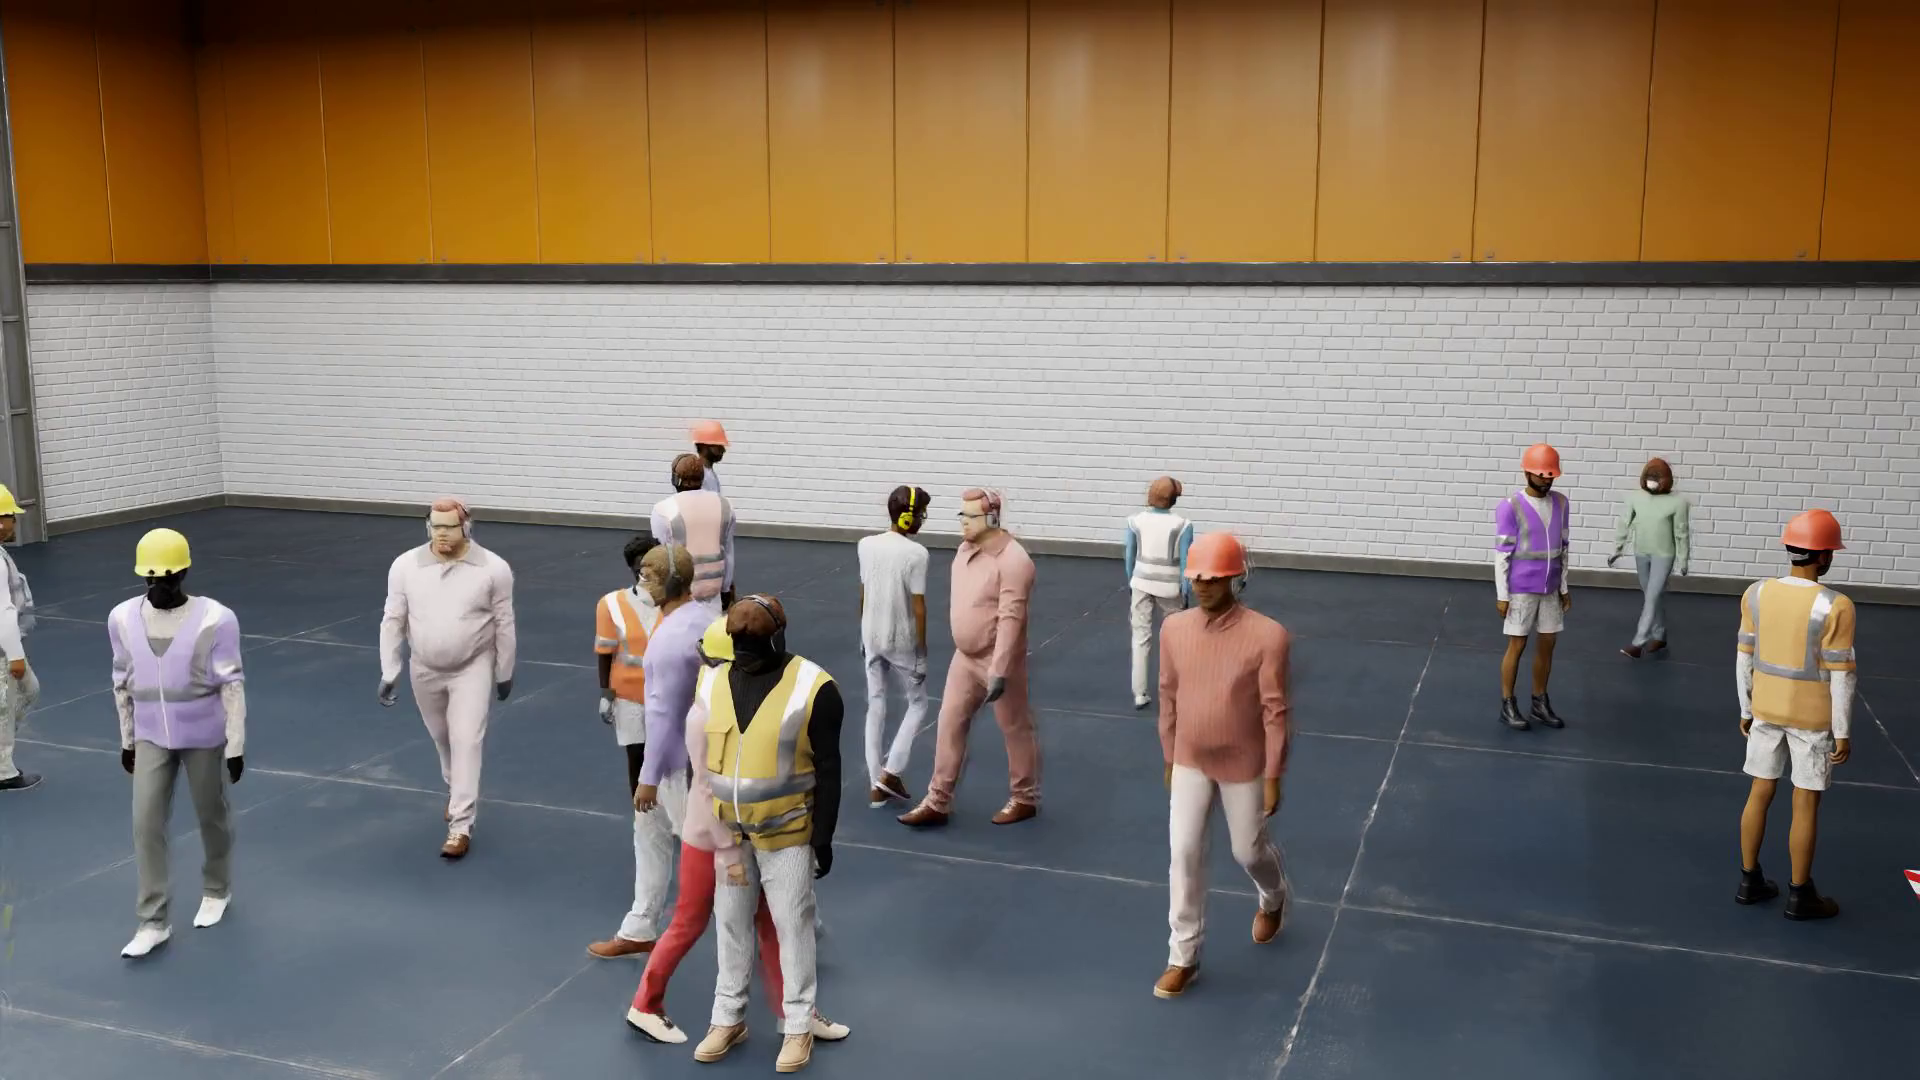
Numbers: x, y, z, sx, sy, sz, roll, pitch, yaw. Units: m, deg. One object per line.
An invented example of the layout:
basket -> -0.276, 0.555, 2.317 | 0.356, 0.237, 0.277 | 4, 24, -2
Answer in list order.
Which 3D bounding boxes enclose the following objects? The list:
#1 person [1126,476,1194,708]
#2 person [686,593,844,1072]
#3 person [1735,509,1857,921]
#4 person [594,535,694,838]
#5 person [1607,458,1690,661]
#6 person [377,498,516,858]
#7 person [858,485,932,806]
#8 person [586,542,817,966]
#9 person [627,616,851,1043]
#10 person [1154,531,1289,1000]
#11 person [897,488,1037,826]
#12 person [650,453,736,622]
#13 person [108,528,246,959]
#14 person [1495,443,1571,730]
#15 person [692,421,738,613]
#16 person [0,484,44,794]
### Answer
person -> 1.427, 0.346, 11.754 | 0.536, 1.596, 0.818 | 5, 10, 27
person -> -0.762, 1.106, 6.344 | 0.621, 1.838, 0.429 | 3, 10, 17
person -> 3.942, 0.814, 7.835 | 0.356, 1.936, 0.551 | -6, 11, -32
person -> -1.630, 0.802, 8.684 | 0.544, 1.681, 0.366 | -2, 9, -13
person -> 5.390, 0.152, 13.031 | 0.867, 1.584, 0.510 | -7, 11, -36
person -> -2.724, 0.690, 8.896 | 0.659, 1.857, 1.013 | 0, 9, -2
person -> -0.384, 0.599, 9.453 | 0.554, 1.846, 0.413 | 5, 10, 27
person -> -1.125, 0.941, 7.201 | 0.984, 1.909, 0.620 | -1, 9, -4
person -> -0.910, 1.141, 6.477 | 0.871, 1.726, 0.531 | 3, 10, 18
person -> 1.156, 0.916, 7.148 | 0.616, 1.971, 0.859 | 6, 11, 31
person -> 0.069, 0.661, 8.976 | 0.897, 1.869, 0.657 | -7, 11, -37
person -> -1.796, 0.340, 11.076 | 0.636, 1.842, 0.429 | -8, 12, -40
person -> -3.522, 0.894, 7.447 | 0.606, 1.892, 0.870 | -1, 9, -3
person -> 3.806, 0.311, 11.027 | 0.551, 1.922, 0.390 | -3, 10, -19
person -> -1.892, 0.024, 12.893 | 0.992, 1.883, 0.579 | 1, 9, 4
person -> -5.564, 0.582, 9.640 | 0.430, 1.818, 0.623 | -7, 12, -38
